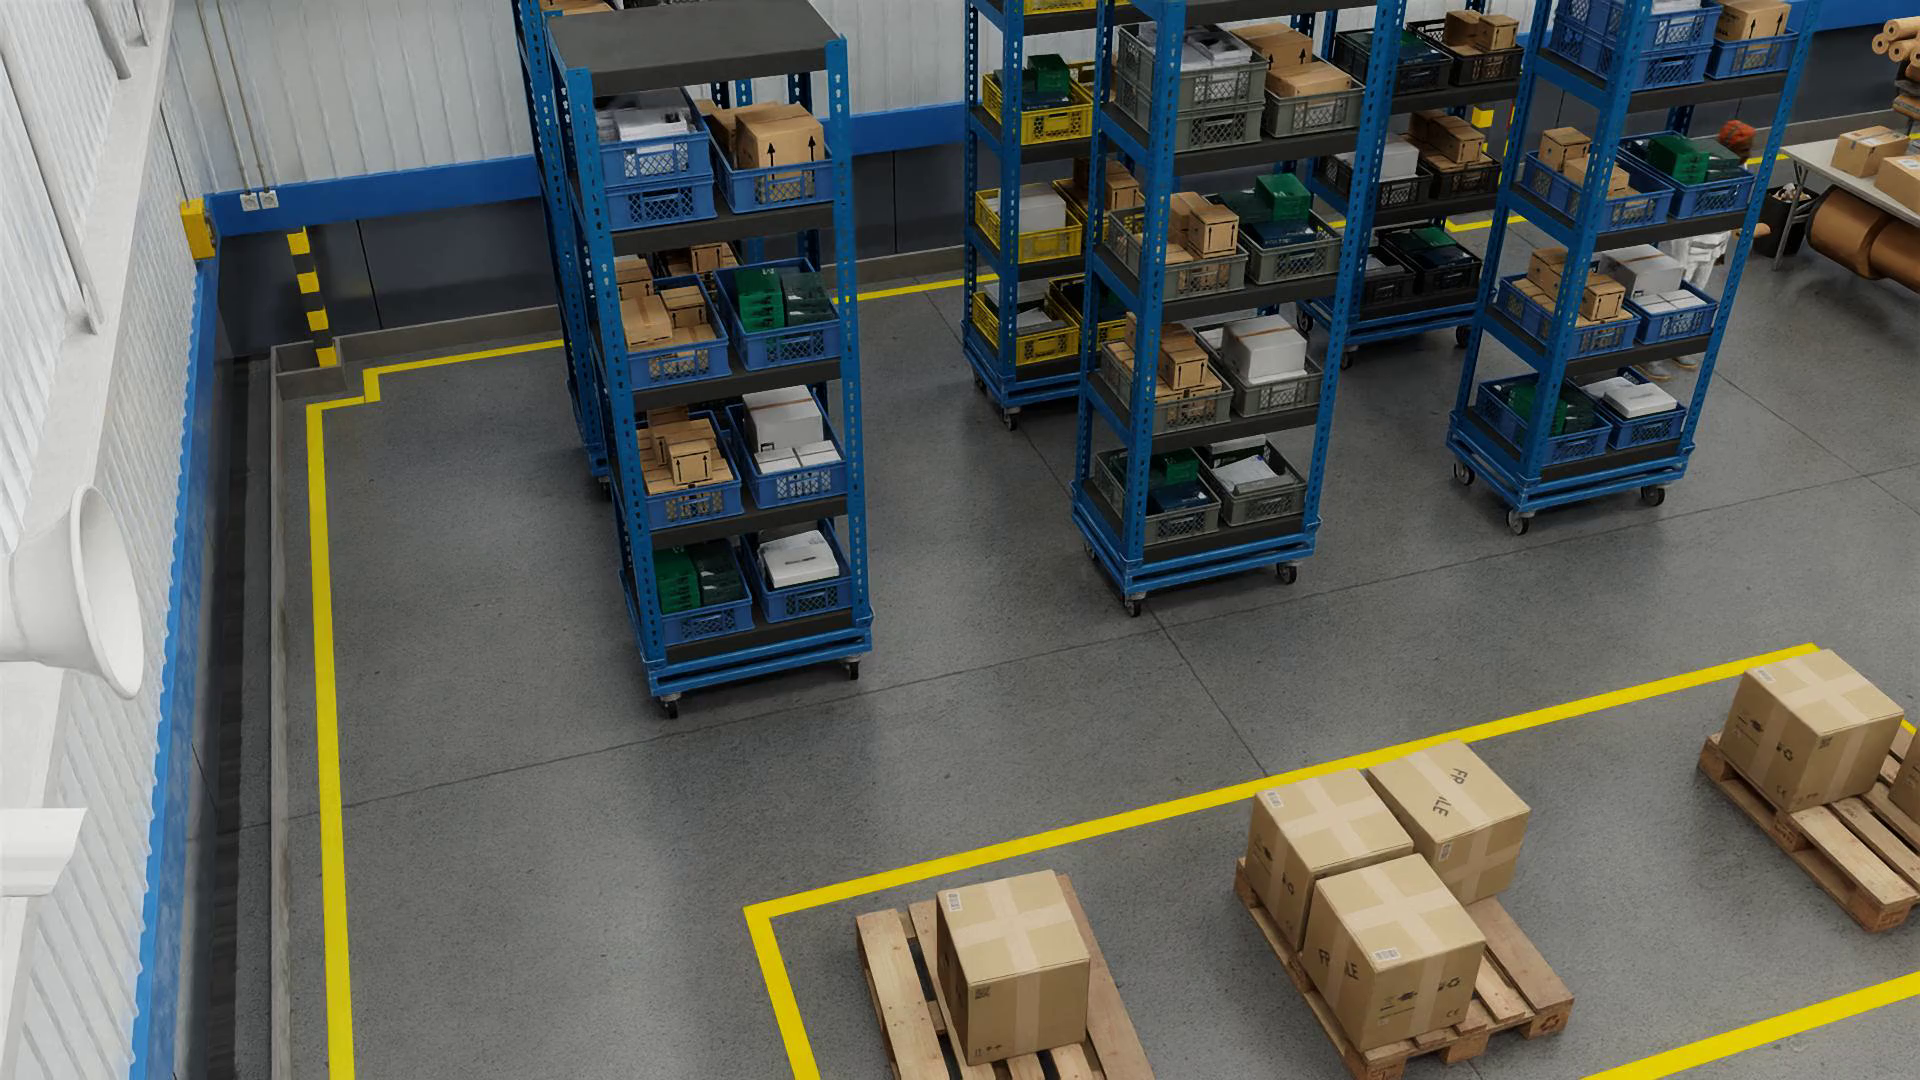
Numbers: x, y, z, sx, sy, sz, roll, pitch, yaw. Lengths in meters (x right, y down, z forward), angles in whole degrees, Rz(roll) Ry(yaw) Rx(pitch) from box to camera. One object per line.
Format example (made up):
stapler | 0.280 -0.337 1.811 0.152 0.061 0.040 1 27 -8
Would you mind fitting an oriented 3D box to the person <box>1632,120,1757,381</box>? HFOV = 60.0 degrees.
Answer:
person | 5.104 -1.997 11.497 0.573 1.876 0.354 -22 41 -28
